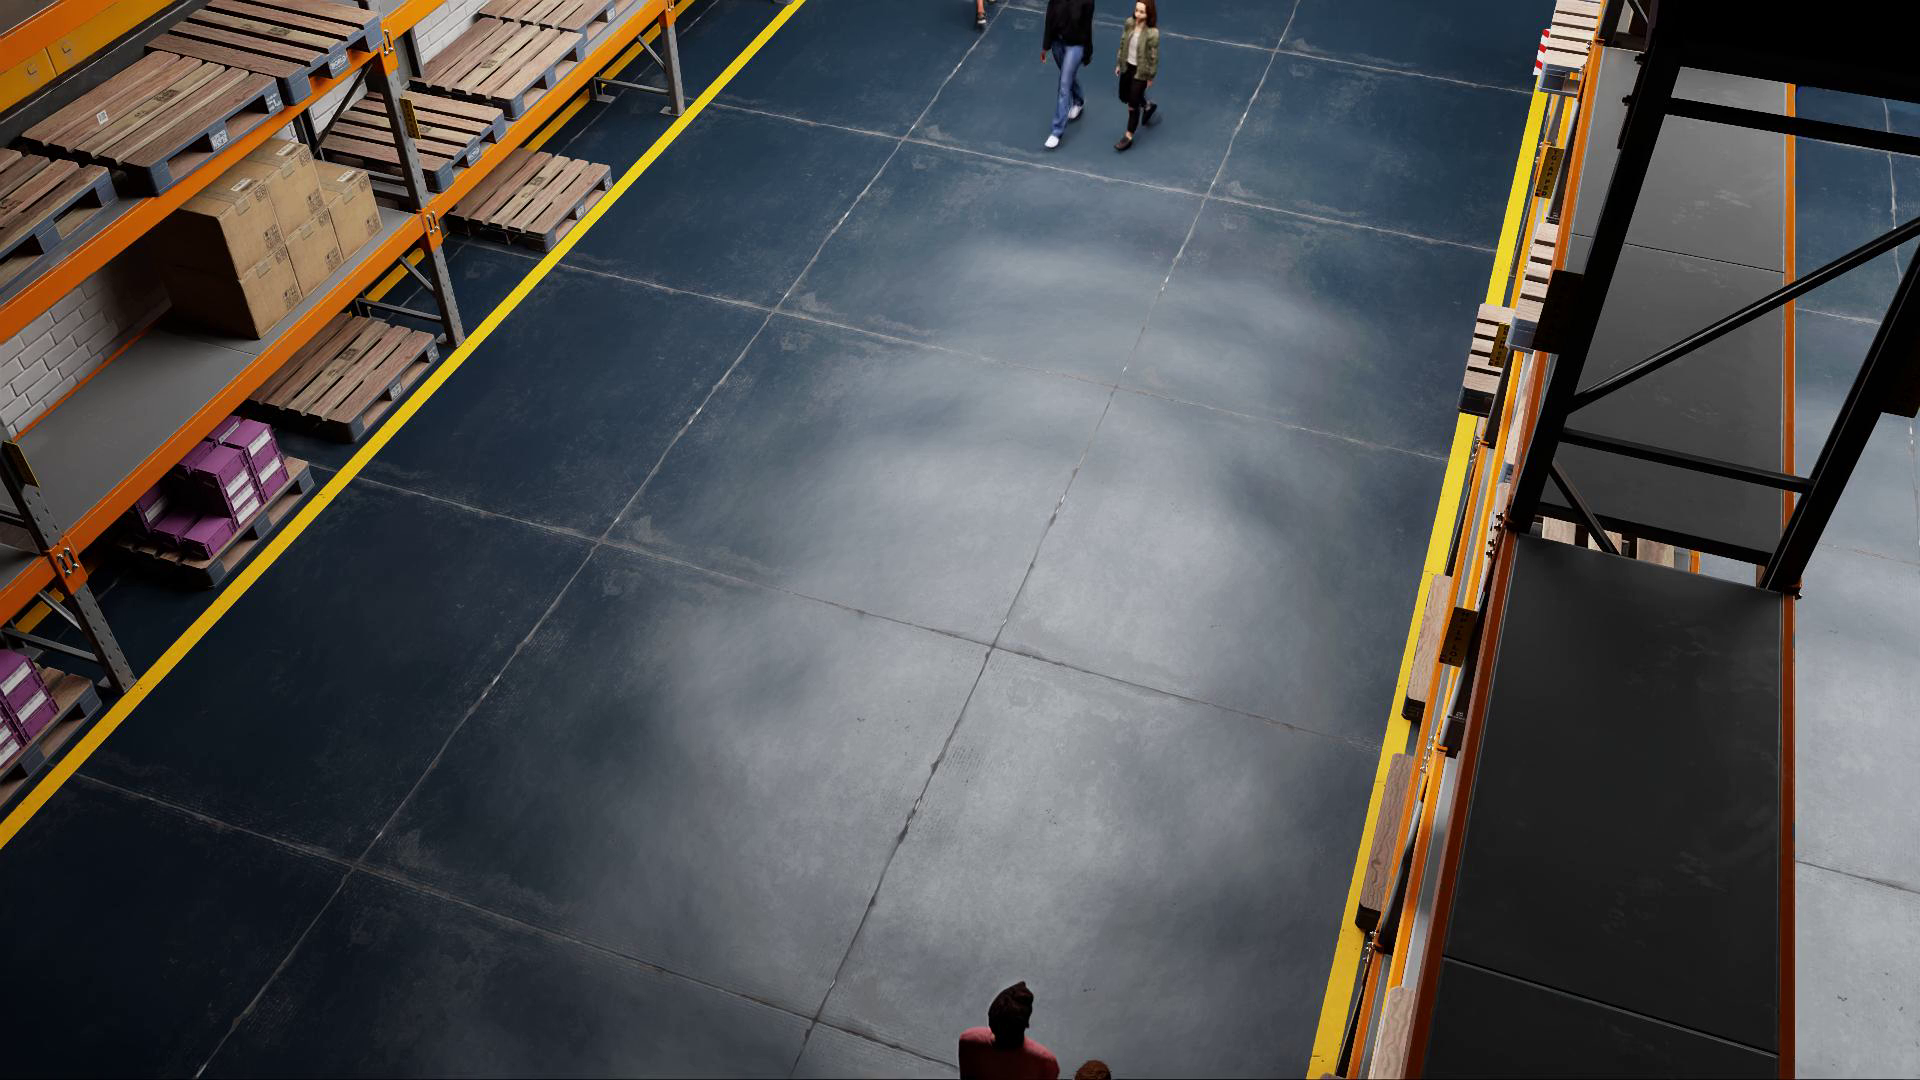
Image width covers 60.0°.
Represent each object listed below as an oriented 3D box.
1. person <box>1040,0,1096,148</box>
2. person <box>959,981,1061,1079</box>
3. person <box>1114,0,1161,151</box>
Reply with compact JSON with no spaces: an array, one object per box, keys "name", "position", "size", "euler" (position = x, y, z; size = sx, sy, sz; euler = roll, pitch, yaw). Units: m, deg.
[{"name":"person","position":[1.047,-4.663,15.667],"size":[0.751,1.707,1.189],"euler":[23,48,22]},{"name":"person","position":[0.225,2.678,7.778],"size":[0.647,1.959,0.588],"euler":[8,44,9]},{"name":"person","position":[1.688,-4.409,15.575],"size":[0.959,1.465,0.824],"euler":[-31,52,-29]}]
